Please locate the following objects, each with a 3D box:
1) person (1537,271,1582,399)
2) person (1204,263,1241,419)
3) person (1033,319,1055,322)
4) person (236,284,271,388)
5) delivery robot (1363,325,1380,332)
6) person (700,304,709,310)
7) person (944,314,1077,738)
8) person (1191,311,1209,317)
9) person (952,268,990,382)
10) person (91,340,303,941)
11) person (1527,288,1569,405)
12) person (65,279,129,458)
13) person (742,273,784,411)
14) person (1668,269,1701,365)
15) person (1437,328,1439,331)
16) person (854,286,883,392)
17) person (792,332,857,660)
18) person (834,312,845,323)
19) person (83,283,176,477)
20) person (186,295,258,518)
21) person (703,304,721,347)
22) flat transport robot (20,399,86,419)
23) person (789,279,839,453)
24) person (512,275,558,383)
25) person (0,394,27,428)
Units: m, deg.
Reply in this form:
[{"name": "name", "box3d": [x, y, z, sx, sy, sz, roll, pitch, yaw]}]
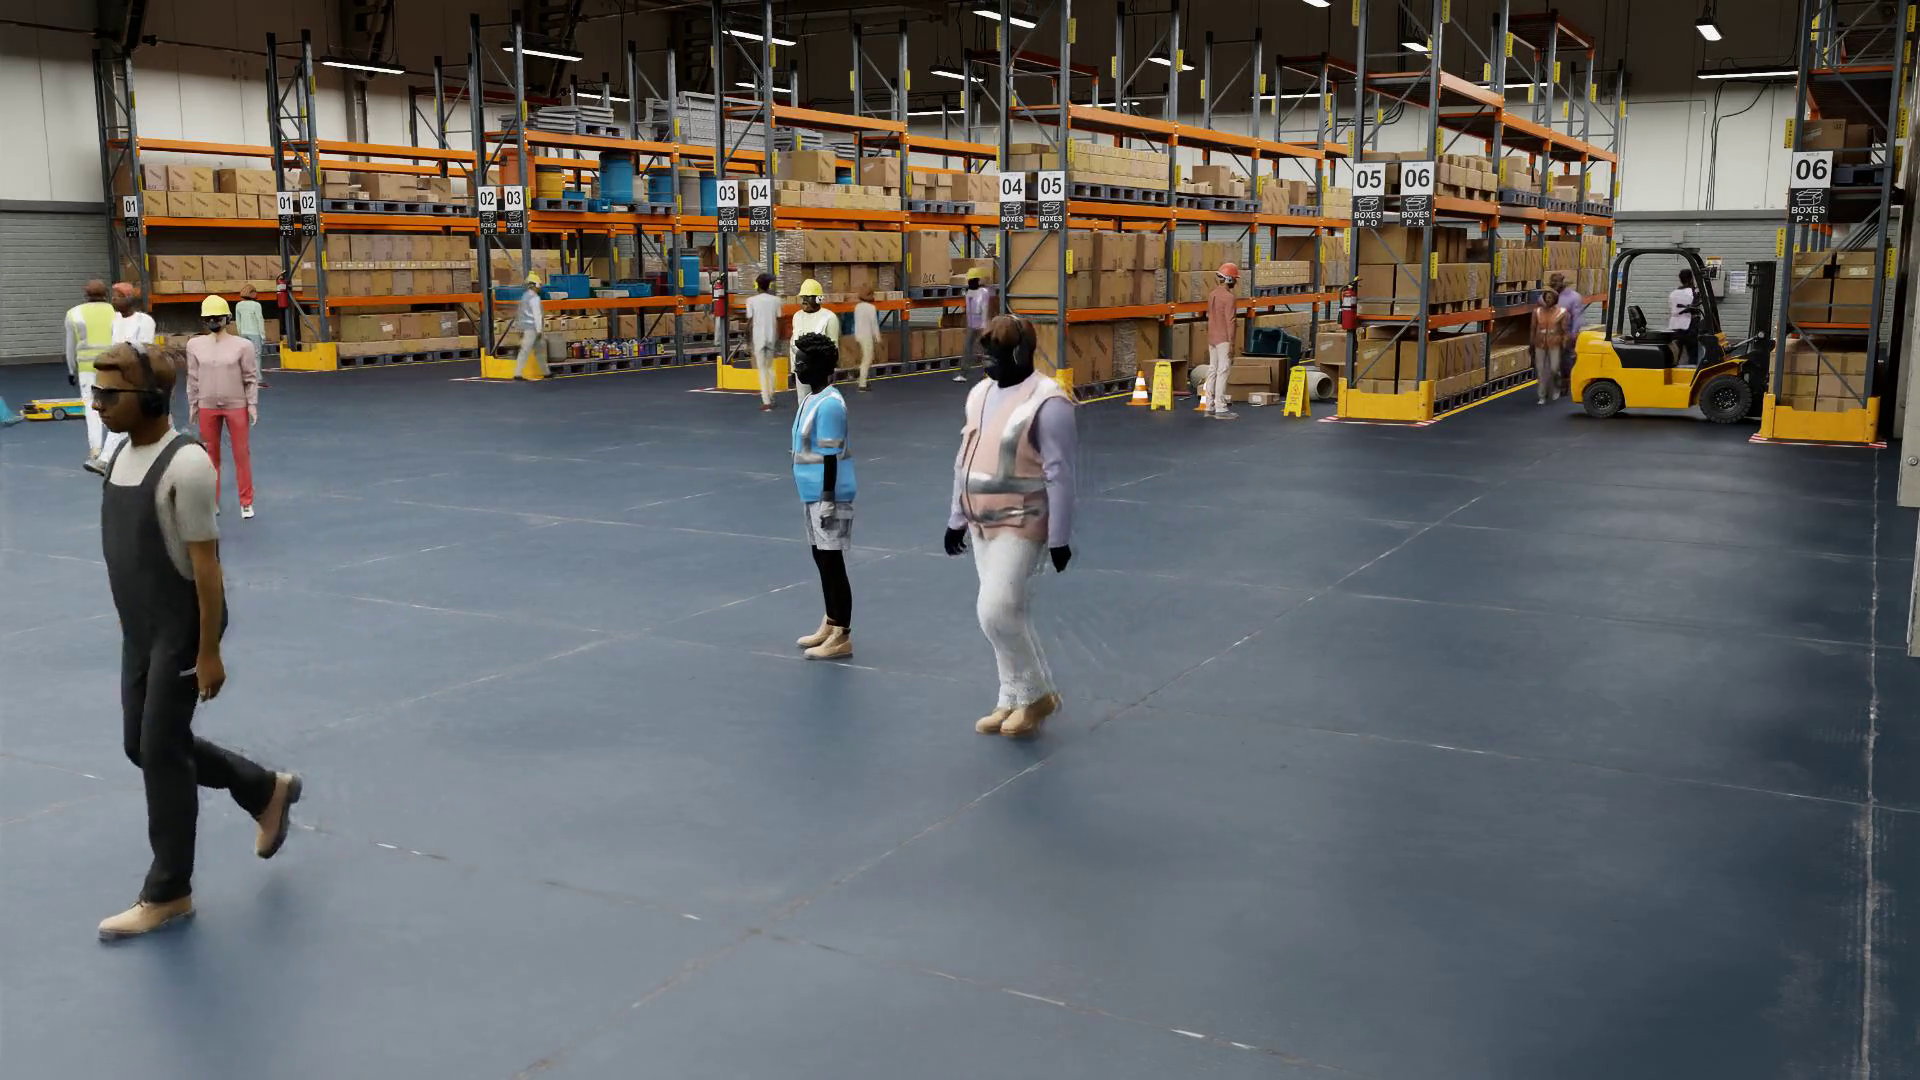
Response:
[{"name": "person", "box3d": [8.789, -3.018, 24.438, 0.631, 1.866, 0.944, 5, 11, 27]}, {"name": "person", "box3d": [3.375, -2.535, 21.246, 0.402, 1.986, 0.610, -3, 10, -19]}, {"name": "person", "box3d": [1.707, -4.197, 31.709, 0.534, 1.738, 0.793, 6, 11, 30]}, {"name": "person", "box3d": [-11.197, -3.223, 26.300, 0.507, 1.633, 0.277, 3, 10, 19]}, {"name": "delivery robot", "box3d": [9.378, -4.628, 37.406, 0.707, 0.478, 0.477, -1, 10, -9]}, {"name": "person", "box3d": [-6.465, -6.219, 42.952, 0.635, 1.940, 0.710, 5, 11, 27]}, {"name": "person", "box3d": [0.196, -0.051, 7.157, 0.452, 1.826, 0.640, -5, 11, -29]}, {"name": "person", "box3d": [5.123, -4.721, 35.066, 0.541, 1.628, 0.362, 0, 10, 3]}, {"name": "person", "box3d": [0.307, -3.562, 27.574, 0.974, 1.886, 0.605, -9, 13, -43]}, {"name": "person", "box3d": [-2.425, 0.284, 5.227, 0.509, 1.830, 0.679, 7, 12, 35]}, {"name": "person", "box3d": [8.216, -2.701, 23.258, 0.523, 1.625, 0.388, 6, 12, 33]}, {"name": "person", "box3d": [-8.862, -1.766, 17.178, 0.633, 1.846, 0.429, -6, 11, -32]}, {"name": "person", "box3d": [-2.685, -2.669, 22.446, 0.515, 1.848, 0.665, -5, 11, -29]}, {"name": "person", "box3d": [10.906, -3.127, 25.026, 0.715, 1.874, 0.632, -5, 11, -29]}, {"name": "person", "box3d": [10.894, -5.429, 38.441, 0.589, 1.892, 0.659, 6, 11, 32]}, {"name": "person", "box3d": [-1.411, -3.074, 25.488, 0.450, 1.619, 0.510, -6, 11, -30]}, {"name": "person", "box3d": [-0.709, -0.228, 8.607, 0.321, 1.689, 0.530, -3, 10, -18]}, {"name": "person", "box3d": [-2.647, -4.595, 34.099, 0.542, 1.713, 0.923, 4, 11, 24]}, {"name": "person", "box3d": [-7.848, -1.514, 15.762, 0.576, 1.820, 1.028, 4, 10, 22]}, {"name": "person", "box3d": [-5.814, -1.039, 13.121, 0.523, 1.769, 0.323, -2, 10, -10]}, {"name": "person", "box3d": [-5.392, -4.991, 36.790, 0.497, 1.595, 0.862, 2, 10, 14]}, {"name": "flat transport robot", "box3d": [-11.287, -1.713, 21.441, 1.431, 0.197, 0.652, -6, 12, -32]}, {"name": "person", "box3d": [-1.548, -1.799, 17.380, 0.589, 1.833, 0.404, 6, 11, 31]}, {"name": "person", "box3d": [-7.077, -3.494, 27.533, 0.881, 1.769, 0.646, -5, 11, -29]}, {"name": "person", "box3d": [-11.755, -2.217, 19.955, 0.654, 1.785, 0.880, 8, 13, 40]}]
